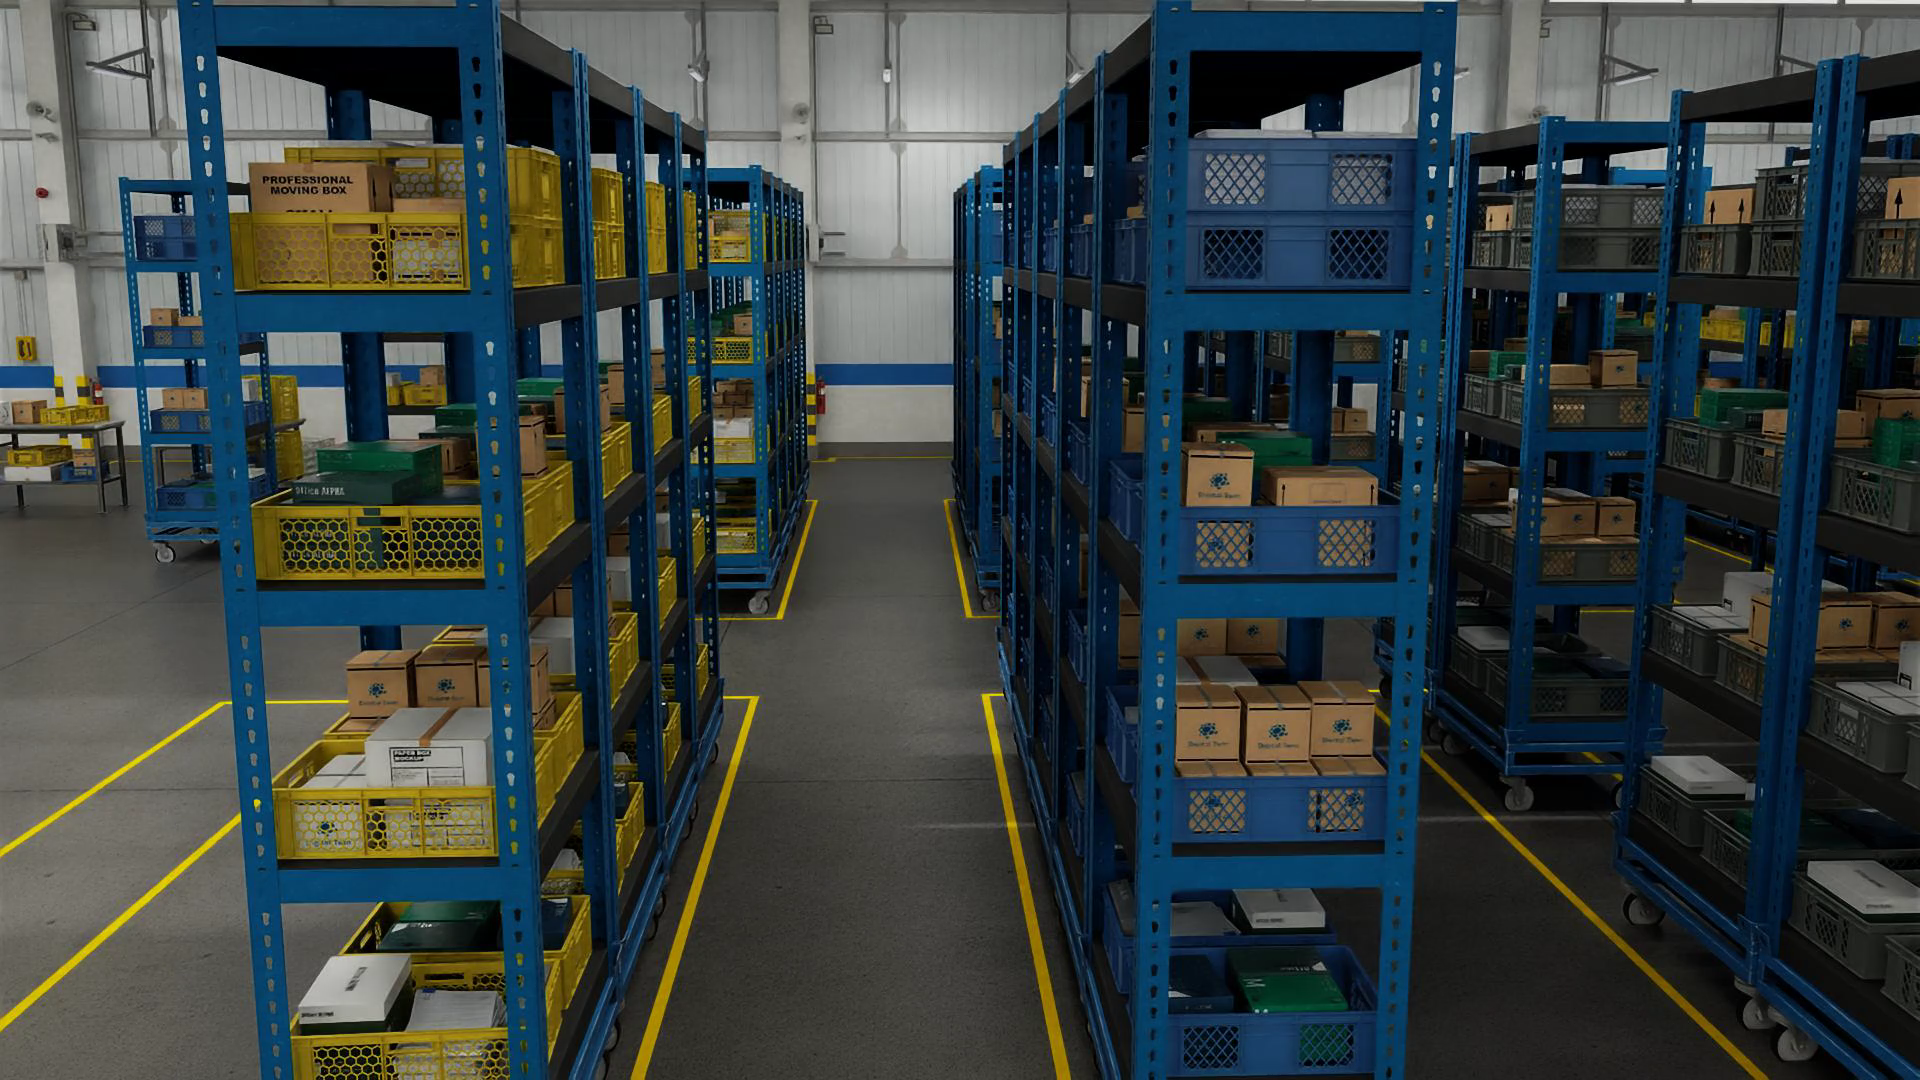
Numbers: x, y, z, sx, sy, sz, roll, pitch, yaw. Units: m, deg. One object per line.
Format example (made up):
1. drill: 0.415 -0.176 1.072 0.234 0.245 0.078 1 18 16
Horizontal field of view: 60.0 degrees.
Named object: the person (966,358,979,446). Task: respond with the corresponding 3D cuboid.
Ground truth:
1. person: 0.153 -1.742 21.650 0.390 1.847 0.563 4 11 23
